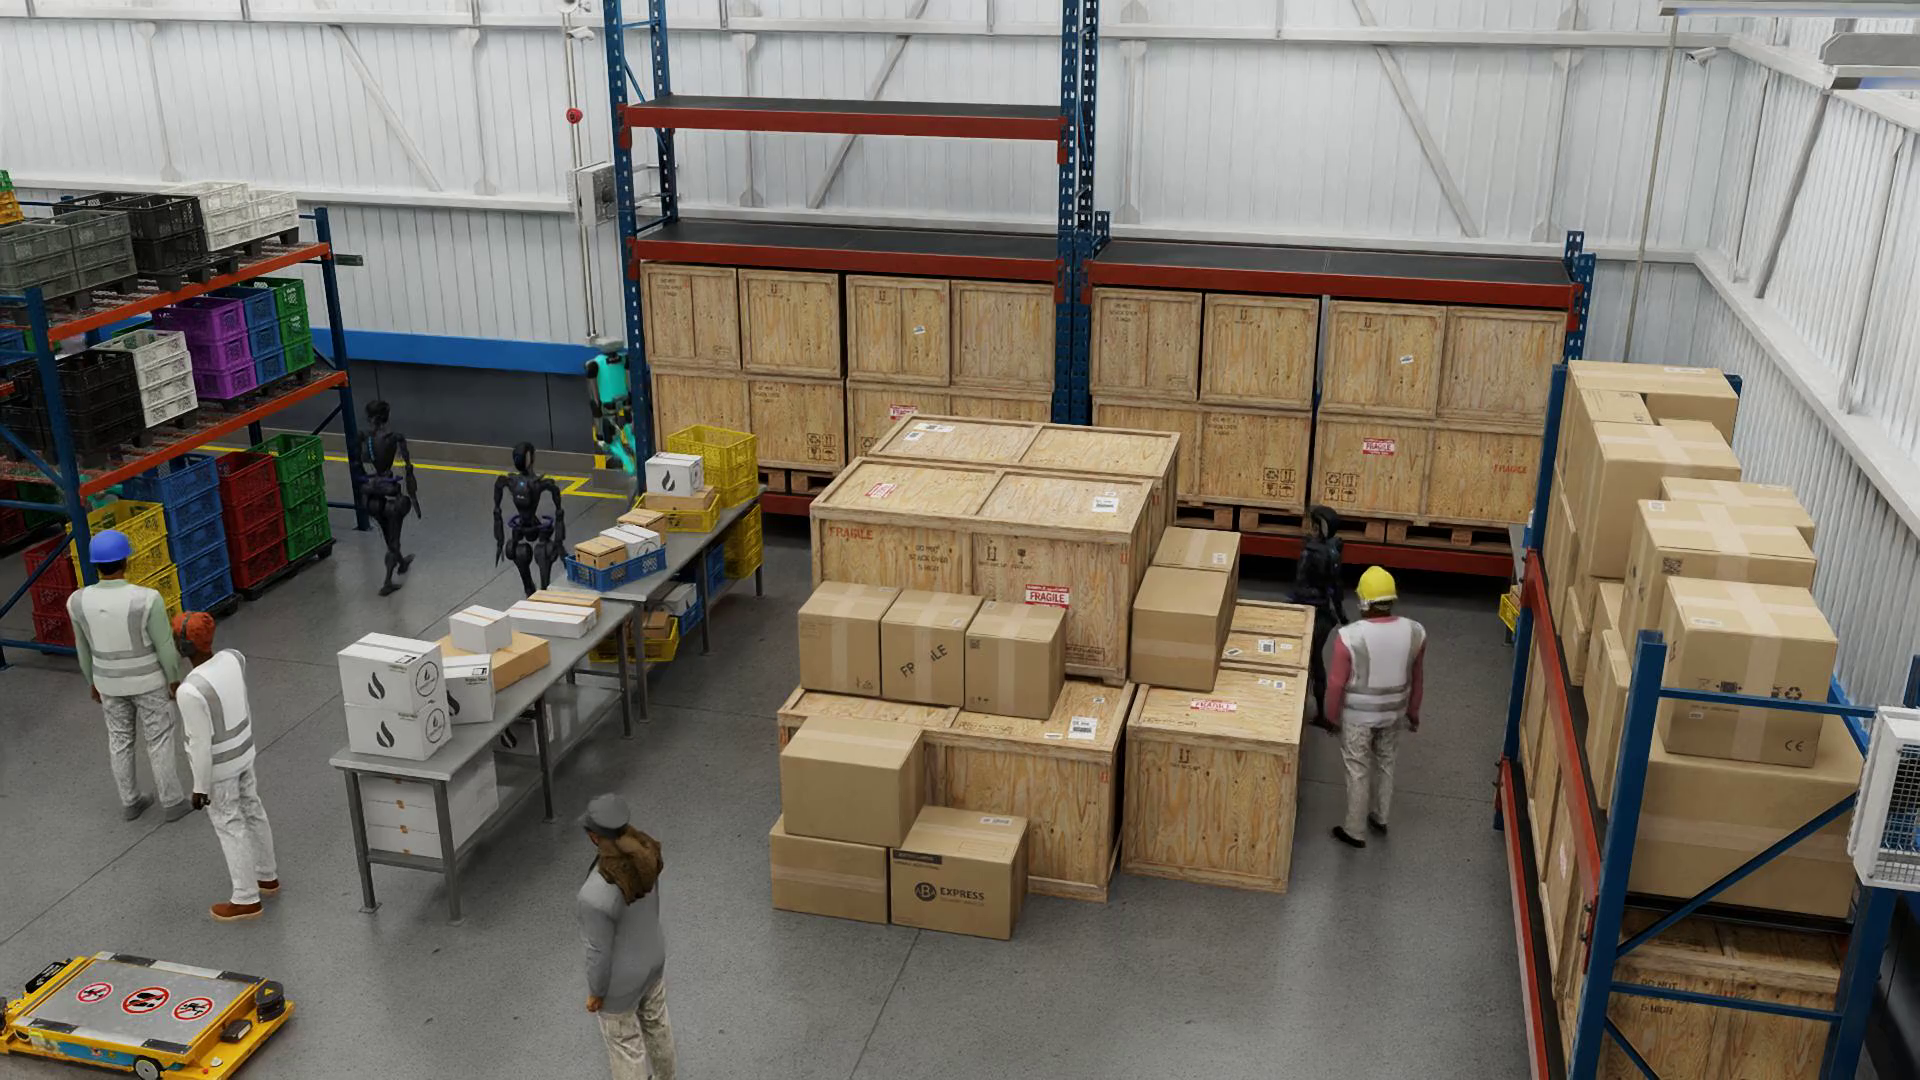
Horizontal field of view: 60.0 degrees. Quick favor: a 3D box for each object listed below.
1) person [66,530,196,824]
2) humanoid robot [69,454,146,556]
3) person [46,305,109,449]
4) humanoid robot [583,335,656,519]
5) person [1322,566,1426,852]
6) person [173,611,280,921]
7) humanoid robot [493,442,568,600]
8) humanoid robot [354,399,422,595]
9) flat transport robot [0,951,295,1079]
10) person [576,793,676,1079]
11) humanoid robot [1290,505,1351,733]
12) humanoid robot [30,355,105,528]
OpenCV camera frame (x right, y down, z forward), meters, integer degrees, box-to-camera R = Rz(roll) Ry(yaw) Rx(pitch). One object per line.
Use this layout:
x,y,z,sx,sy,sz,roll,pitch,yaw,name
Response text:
-5.197,0.867,10.444,0.607,1.940,0.411,1,21,2,person
-7.495,-0.582,14.507,0.555,1.735,1.015,16,26,37,humanoid robot
-9.418,-1.874,17.575,0.877,1.980,0.623,7,22,18,person
-3.085,-1.041,15.562,0.735,1.695,0.532,18,28,40,humanoid robot
2.516,1.037,10.198,0.618,1.814,0.509,-5,21,-12,person
-4.190,1.276,9.446,0.353,1.881,0.574,2,21,6,person
-3.363,0.033,13.007,0.602,1.634,0.646,1,21,3,humanoid robot
-4.851,-0.405,14.162,0.591,1.630,0.733,6,22,14,humanoid robot
-4.270,2.464,8.601,1.431,0.231,0.659,5,22,13,flat transport robot
-1.557,1.981,7.760,0.397,1.767,0.572,7,22,19,person
2.477,0.519,11.788,0.737,1.653,0.612,19,28,41,humanoid robot
-8.149,-0.855,15.228,0.543,1.791,0.681,-16,26,-35,humanoid robot
